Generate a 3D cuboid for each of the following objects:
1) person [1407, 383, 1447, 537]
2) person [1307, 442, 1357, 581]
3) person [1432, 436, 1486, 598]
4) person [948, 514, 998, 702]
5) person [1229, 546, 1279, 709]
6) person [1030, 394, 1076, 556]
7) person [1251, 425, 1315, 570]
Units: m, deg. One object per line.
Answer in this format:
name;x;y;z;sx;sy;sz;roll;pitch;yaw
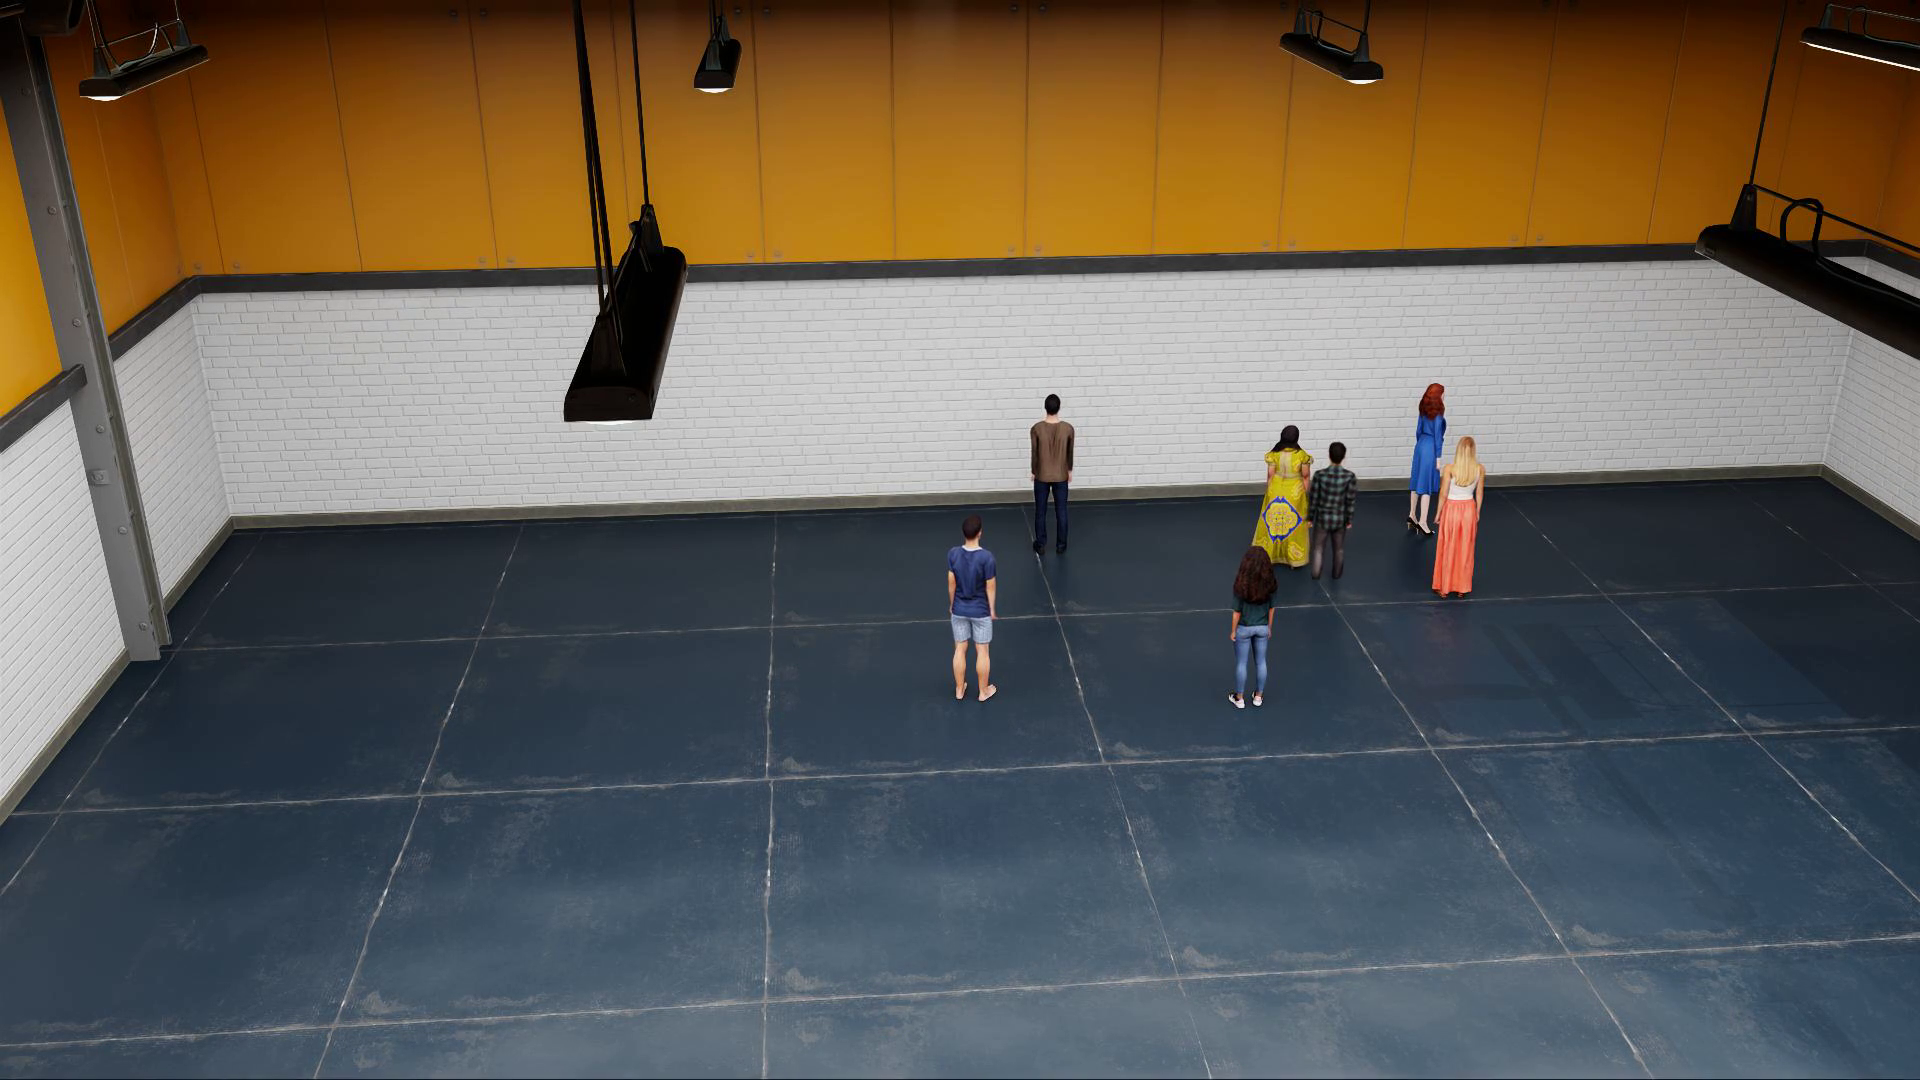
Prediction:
person;5.414;-0.943;19.285;0.711;1.829;0.566;-6;24;-14
person;4.051;-0.261;18.200;0.723;1.720;0.633;3;24;7
person;5.311;-0.251;17.736;0.656;1.801;0.609;1;24;2
person;0.110;0.642;15.637;0.692;1.847;0.681;7;25;16
person;2.729;0.808;15.546;0.592;1.617;0.582;-3;24;-6
person;1.030;-0.742;18.752;0.645;1.888;0.553;-1;24;-3
person;3.618;-0.489;18.458;0.968;1.660;0.942;7;25;16
